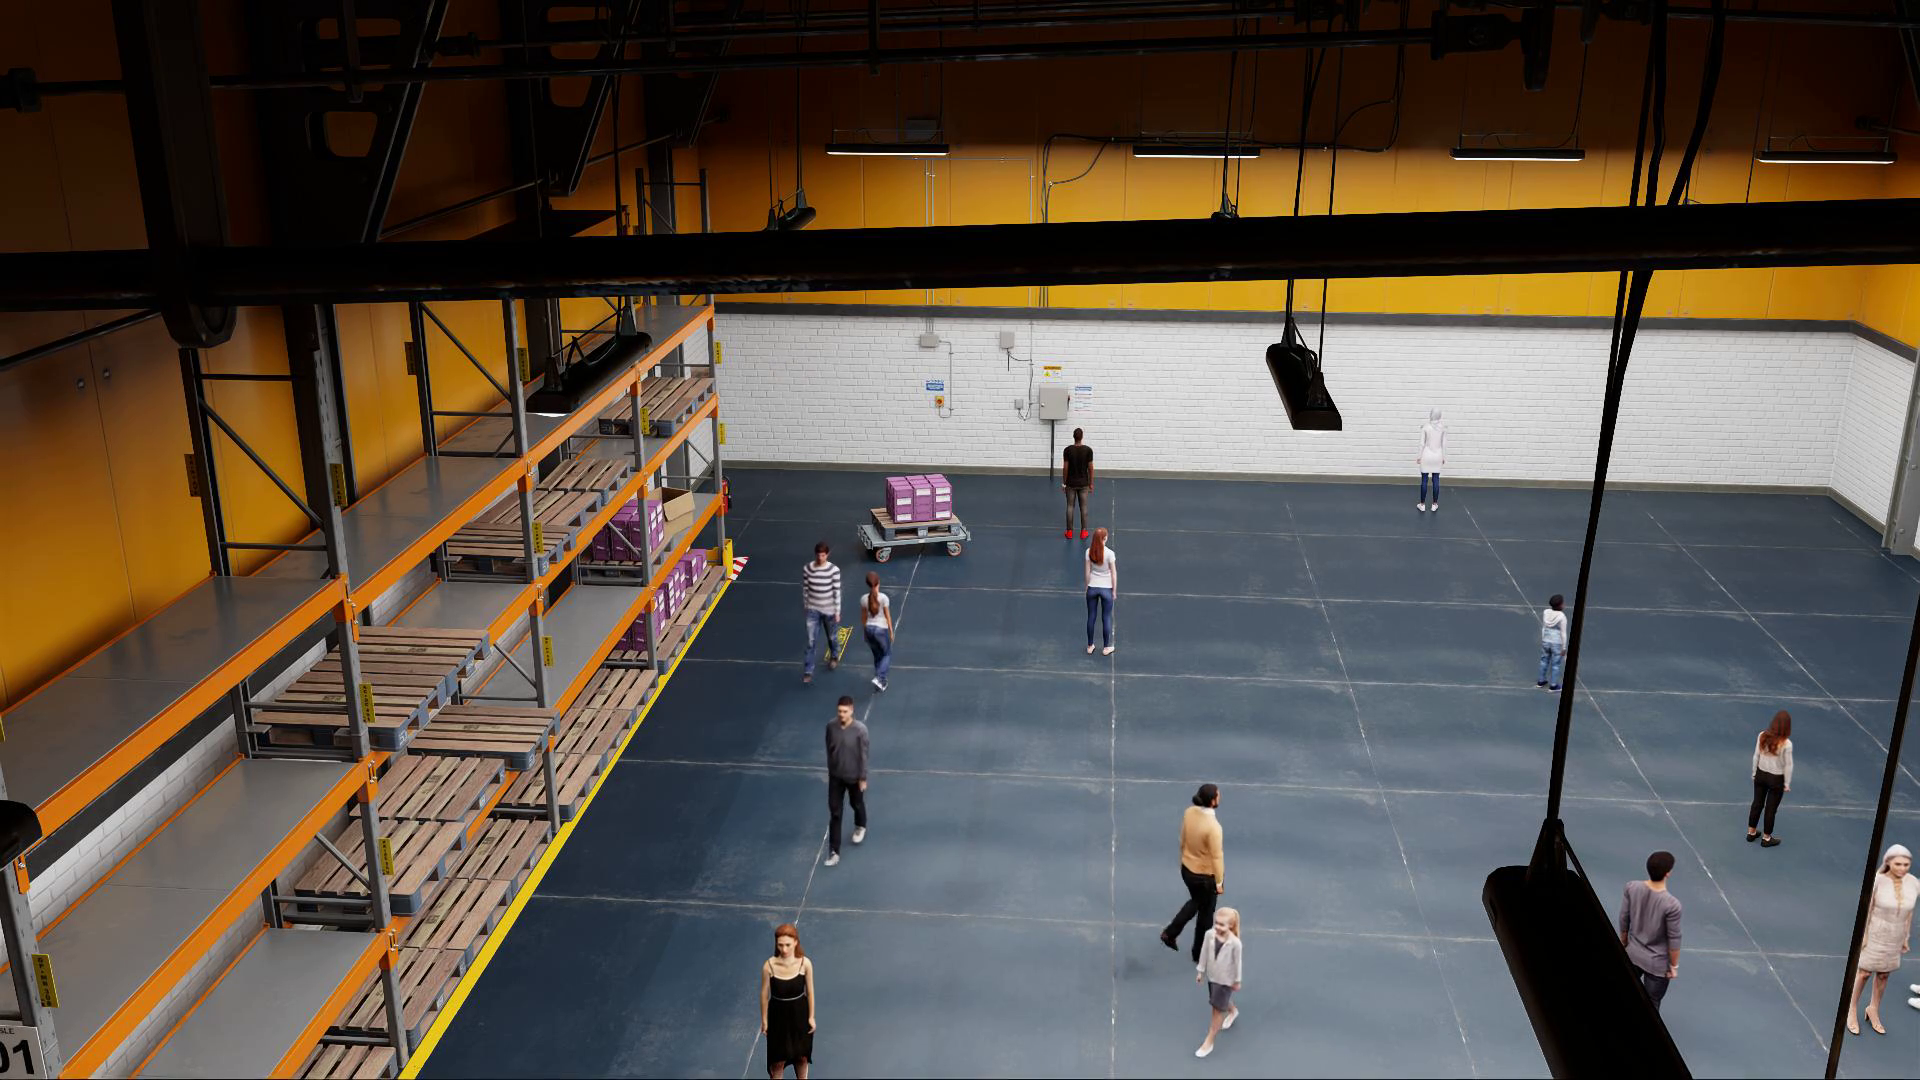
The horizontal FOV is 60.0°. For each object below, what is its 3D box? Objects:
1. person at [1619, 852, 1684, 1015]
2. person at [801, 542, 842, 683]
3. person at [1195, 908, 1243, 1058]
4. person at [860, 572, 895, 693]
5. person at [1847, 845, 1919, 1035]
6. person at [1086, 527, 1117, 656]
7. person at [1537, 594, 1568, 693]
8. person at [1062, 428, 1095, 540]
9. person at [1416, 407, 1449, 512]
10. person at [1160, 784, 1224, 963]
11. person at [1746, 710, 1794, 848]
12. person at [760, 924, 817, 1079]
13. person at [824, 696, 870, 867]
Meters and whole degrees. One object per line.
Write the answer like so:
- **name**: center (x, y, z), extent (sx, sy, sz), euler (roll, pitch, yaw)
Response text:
- **person**: center (5.635, 3.390, 13.630), extent (0.797, 1.854, 0.724), euler (-14, 23, -35)
- **person**: center (-1.721, 0.875, 21.198), extent (0.730, 1.790, 1.205), euler (3, 19, 9)
- **person**: center (2.213, 3.623, 13.893), extent (0.854, 1.245, 0.957), euler (17, 25, 41)
- **person**: center (-1.058, 1.178, 20.688), extent (0.698, 1.541, 0.822), euler (8, 20, 23)
- **person**: center (7.735, 3.341, 13.961), extent (0.609, 1.736, 0.560), euler (0, 19, 0)
- **person**: center (1.839, 0.669, 21.890), extent (0.610, 1.740, 0.601), euler (6, 20, 18)
- **person**: center (7.433, 1.274, 20.842), extent (0.627, 1.261, 0.562), euler (-13, 23, -34)
- **person**: center (1.867, -0.909, 26.472), extent (0.654, 1.805, 0.529), euler (1, 19, 2)
- **person**: center (7.901, -1.365, 27.875), extent (0.611, 1.775, 0.525), euler (2, 19, 6)
- **person**: center (2.089, 3.016, 14.920), extent (0.926, 1.741, 0.897), euler (-9, 20, -24)
- **person**: center (8.307, 2.433, 17.051), extent (0.682, 1.484, 0.608), euler (-13, 22, -33)
- **person**: center (-1.333, 3.727, 12.989), extent (0.632, 1.624, 0.634), euler (-3, 19, -9)
- **person**: center (-1.108, 2.373, 16.876), extent (0.739, 1.711, 1.178), euler (4, 19, 13)
